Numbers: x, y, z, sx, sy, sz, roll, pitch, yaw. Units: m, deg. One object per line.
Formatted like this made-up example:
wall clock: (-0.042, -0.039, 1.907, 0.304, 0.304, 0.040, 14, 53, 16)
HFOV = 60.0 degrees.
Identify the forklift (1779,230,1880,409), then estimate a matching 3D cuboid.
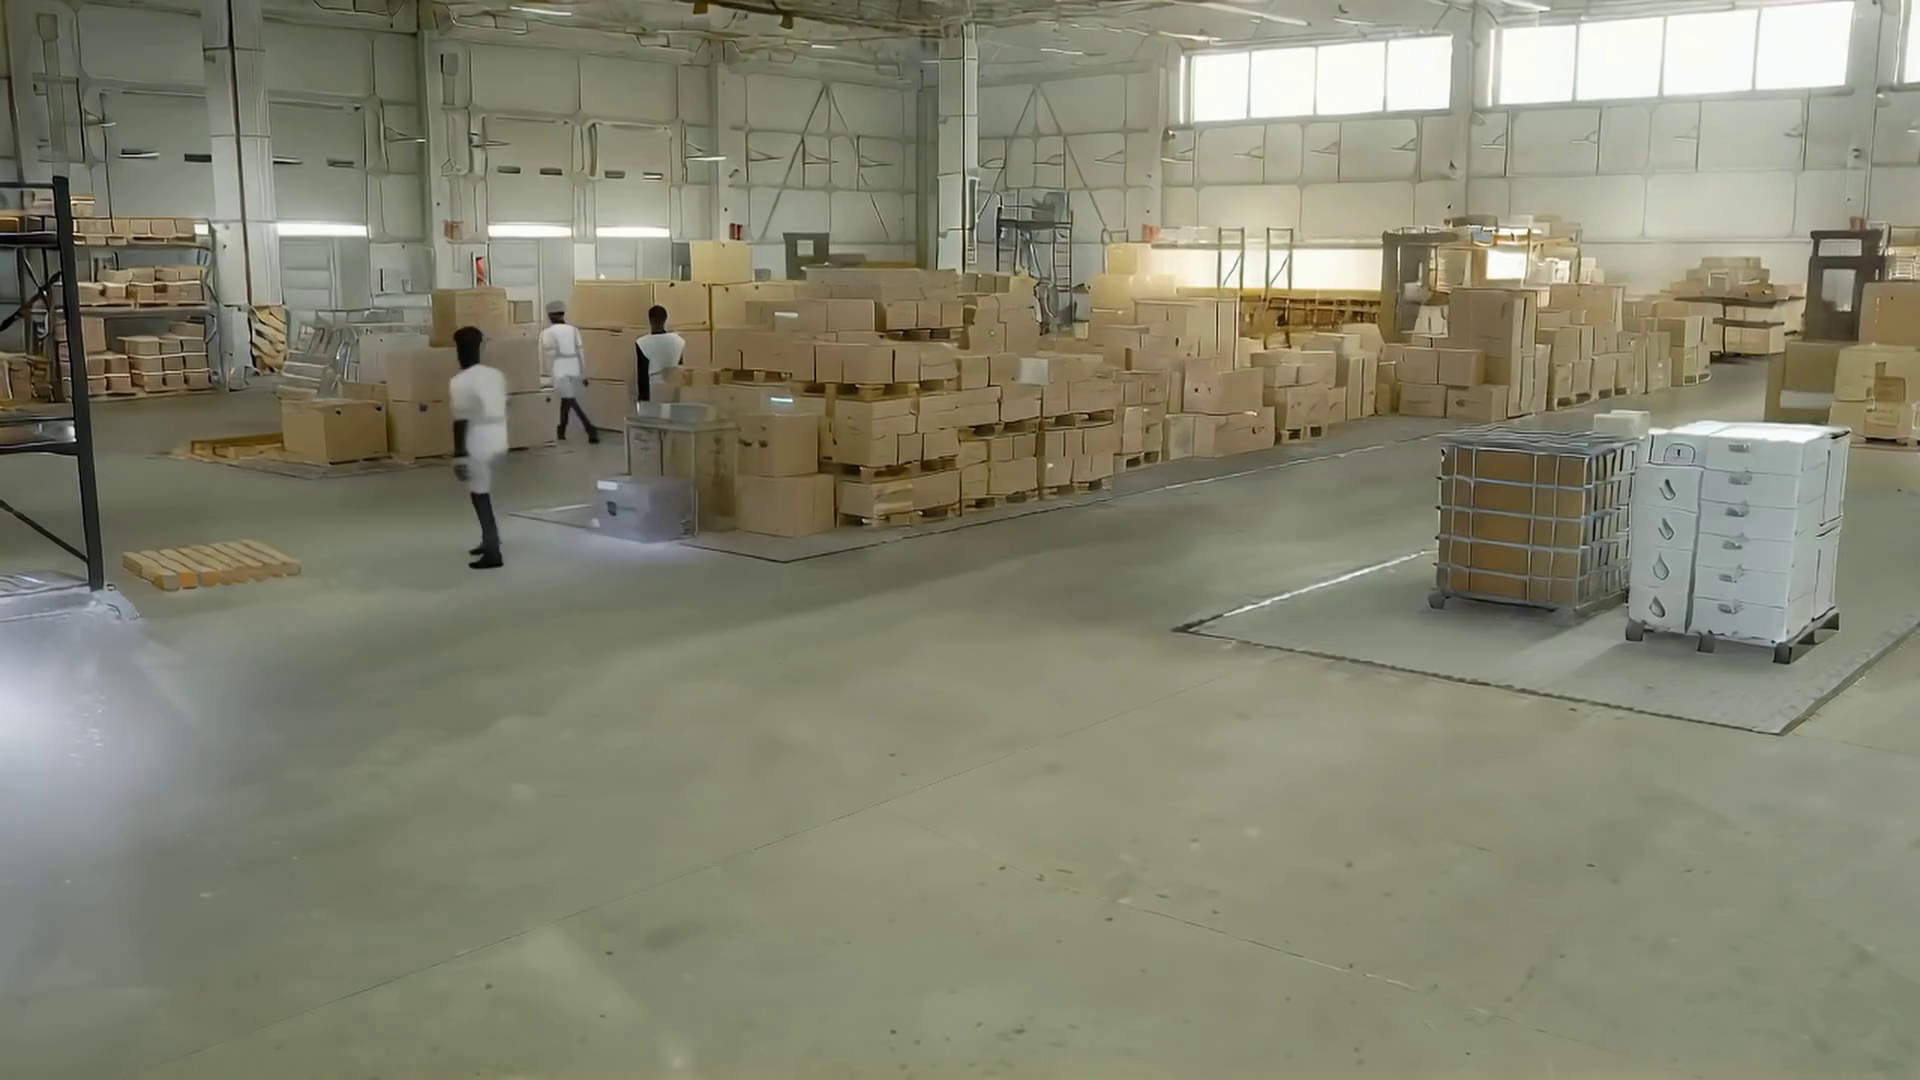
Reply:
forklift: (13.839, -3.485, 26.235, 1.129, 2.768, 1.873, 8, 13, 40)

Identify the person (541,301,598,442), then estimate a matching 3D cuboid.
person: (-5.127, -2.209, 21.911, 0.999, 1.866, 0.525, 8, 13, 39)

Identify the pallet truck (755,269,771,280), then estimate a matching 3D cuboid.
pallet truck: (-4.996, -6.432, 45.525, 1.885, 1.965, 0.823, -6, 12, -32)

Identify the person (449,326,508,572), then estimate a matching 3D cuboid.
person: (-3.824, -0.724, 13.206, 0.620, 1.928, 0.649, 4, 11, 21)

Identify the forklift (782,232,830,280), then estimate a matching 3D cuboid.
forklift: (-2.834, -4.296, 30.849, 1.873, 2.768, 1.129, 8, 13, 40)

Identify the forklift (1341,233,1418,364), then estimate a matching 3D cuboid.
forklift: (8.358, -4.466, 31.817, 1.873, 2.768, 1.129, 8, 13, 40)

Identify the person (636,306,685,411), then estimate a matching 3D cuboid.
person: (-3.268, -1.599, 18.227, 0.593, 1.922, 0.391, -9, 13, -41)
